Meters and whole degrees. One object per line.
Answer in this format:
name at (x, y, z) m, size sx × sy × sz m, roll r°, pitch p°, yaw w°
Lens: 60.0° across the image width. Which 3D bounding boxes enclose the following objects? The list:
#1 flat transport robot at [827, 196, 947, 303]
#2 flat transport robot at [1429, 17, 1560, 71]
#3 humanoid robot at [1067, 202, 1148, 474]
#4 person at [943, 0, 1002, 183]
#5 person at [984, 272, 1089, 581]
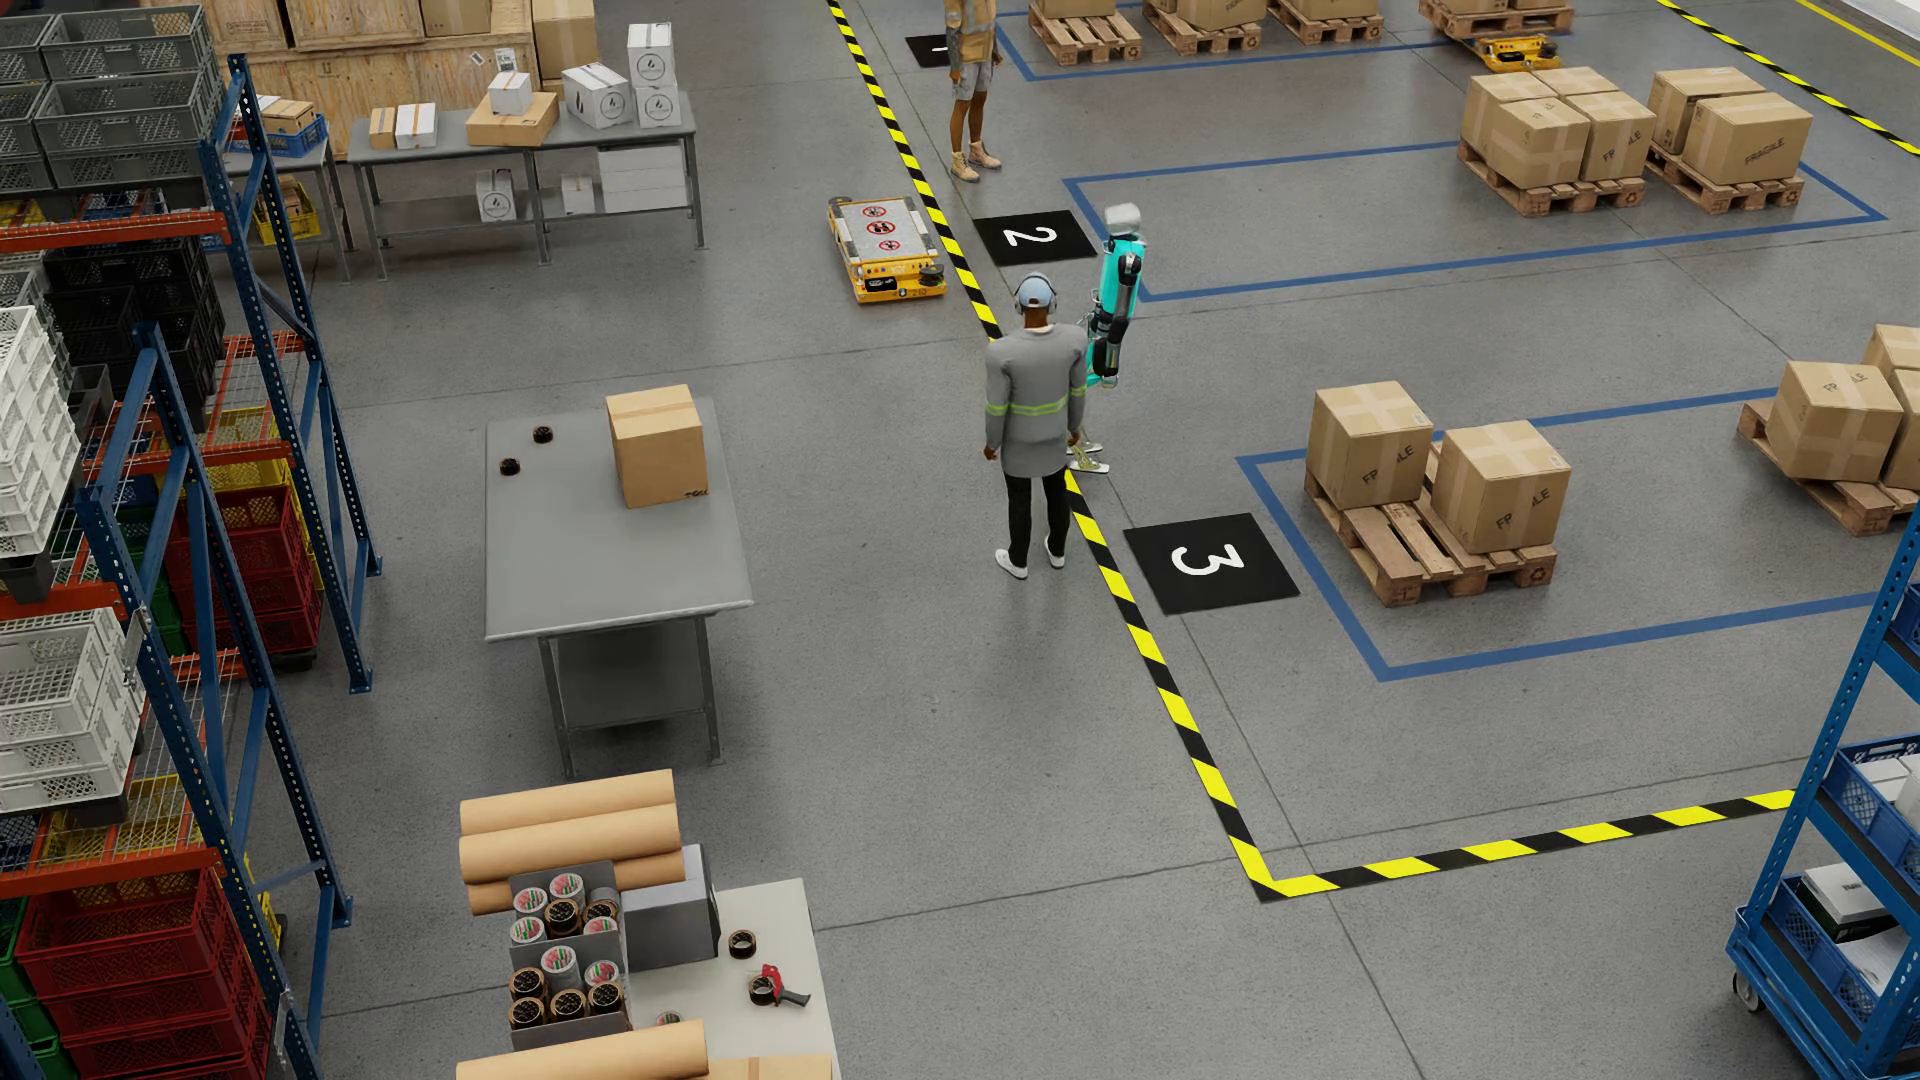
flat transport robot at (-0.570, -2.220, 12.538) m, size 0.659 × 0.231 × 1.431 m, roll -8°, pitch 37°, yaw -10°
flat transport robot at (5.176, -4.925, 16.149) m, size 0.652 × 0.197 × 1.431 m, roll -8°, pitch 37°, yaw -10°
humanoid robot at (0.690, -1.171, 9.782) m, size 0.735 × 1.681 × 0.533 m, roll -1°, pitch 37°, yaw -1°
person at (0.121, -3.904, 13.313) m, size 0.366 × 2.048 × 0.606 m, roll 25°, pitch 43°, yaw 29°
person at (0.392, -0.614, 9.055) m, size 0.590 × 1.848 × 0.401 m, roll -12°, pitch 38°, yaw -16°
